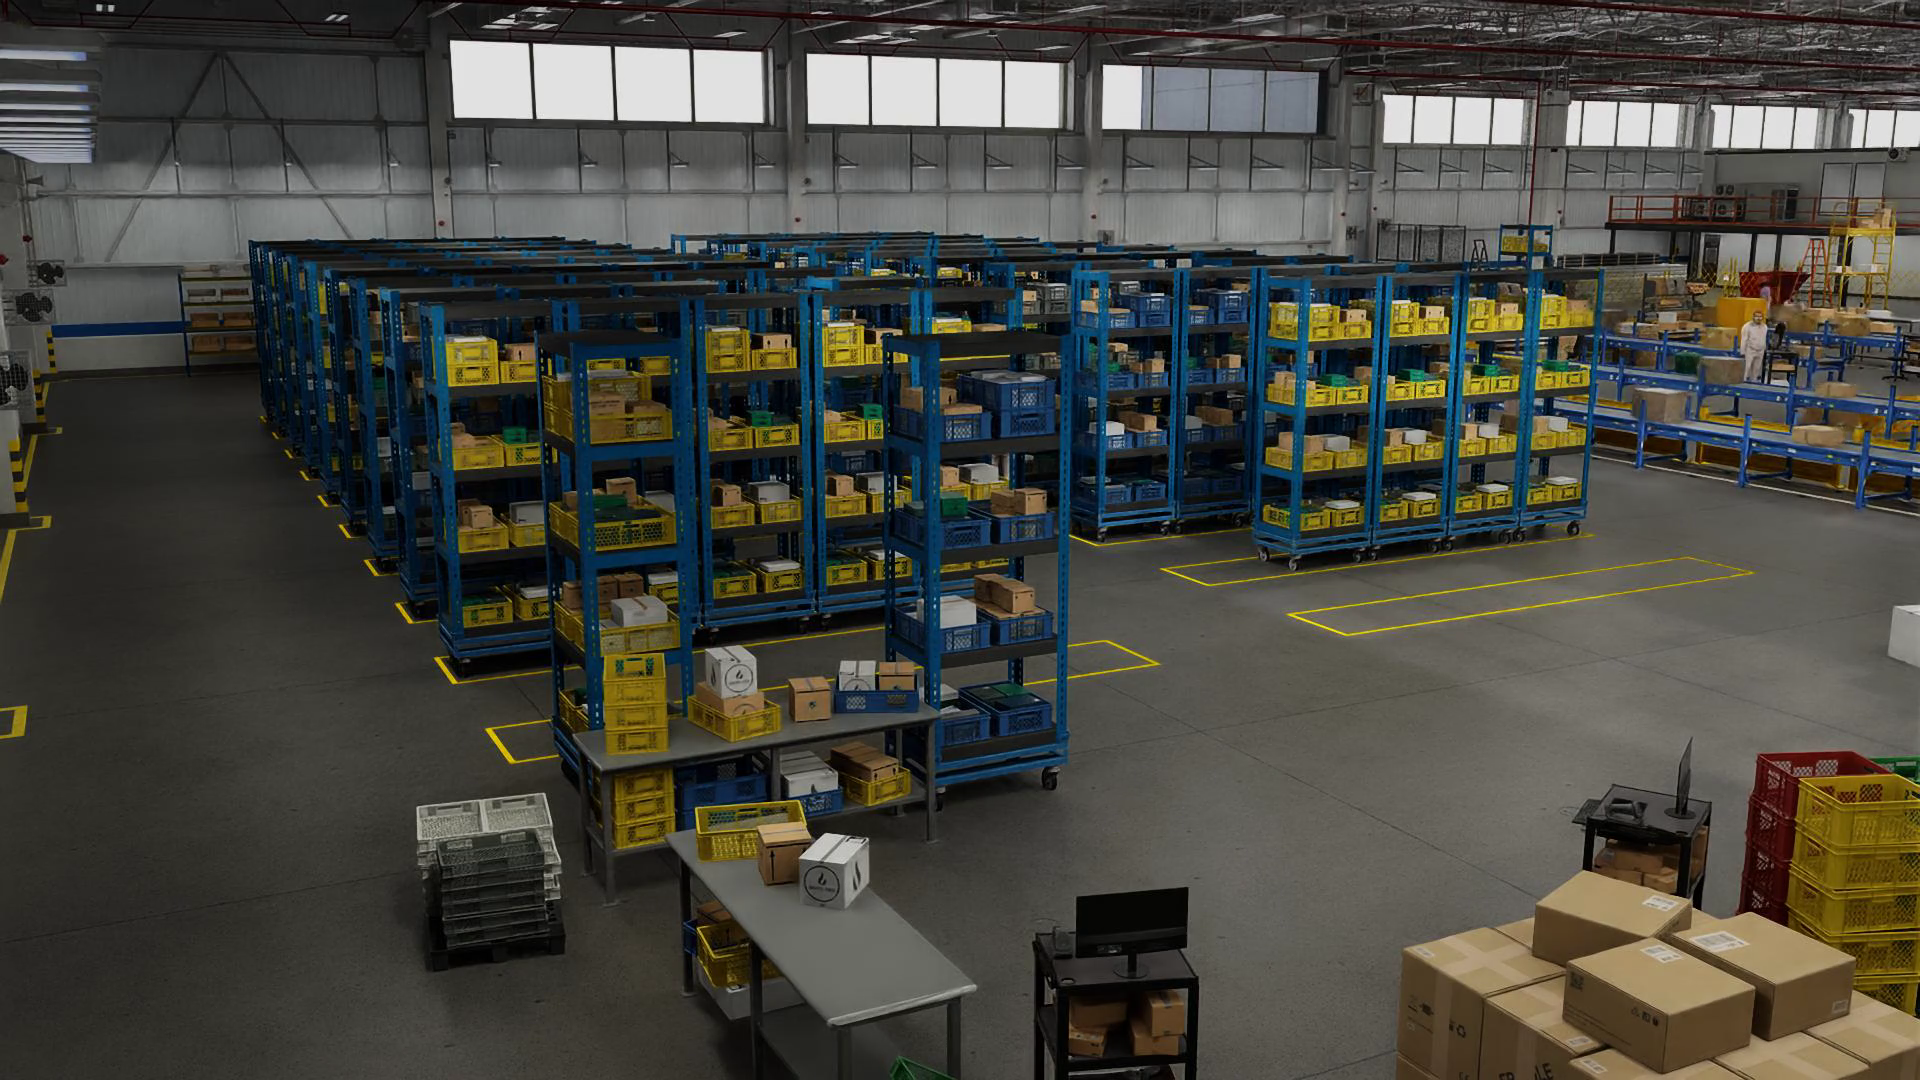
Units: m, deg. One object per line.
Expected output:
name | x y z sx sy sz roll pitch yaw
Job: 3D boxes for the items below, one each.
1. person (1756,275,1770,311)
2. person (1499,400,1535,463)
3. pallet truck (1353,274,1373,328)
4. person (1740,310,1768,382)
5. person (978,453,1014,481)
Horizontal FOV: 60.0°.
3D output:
person | 24.333 -7.034 50.478 0.456 1.999 0.691 7 14 30
person | 9.473 -2.167 28.351 0.529 1.730 0.859 -5 13 -23
pallet truck | 13.011 -8.050 55.243 0.823 1.965 1.885 -7 14 -28
person | 17.984 -4.244 37.659 0.645 1.905 0.400 -2 12 -11
person | 0.560 -1.285 23.602 0.611 1.996 0.387 0 12 1
